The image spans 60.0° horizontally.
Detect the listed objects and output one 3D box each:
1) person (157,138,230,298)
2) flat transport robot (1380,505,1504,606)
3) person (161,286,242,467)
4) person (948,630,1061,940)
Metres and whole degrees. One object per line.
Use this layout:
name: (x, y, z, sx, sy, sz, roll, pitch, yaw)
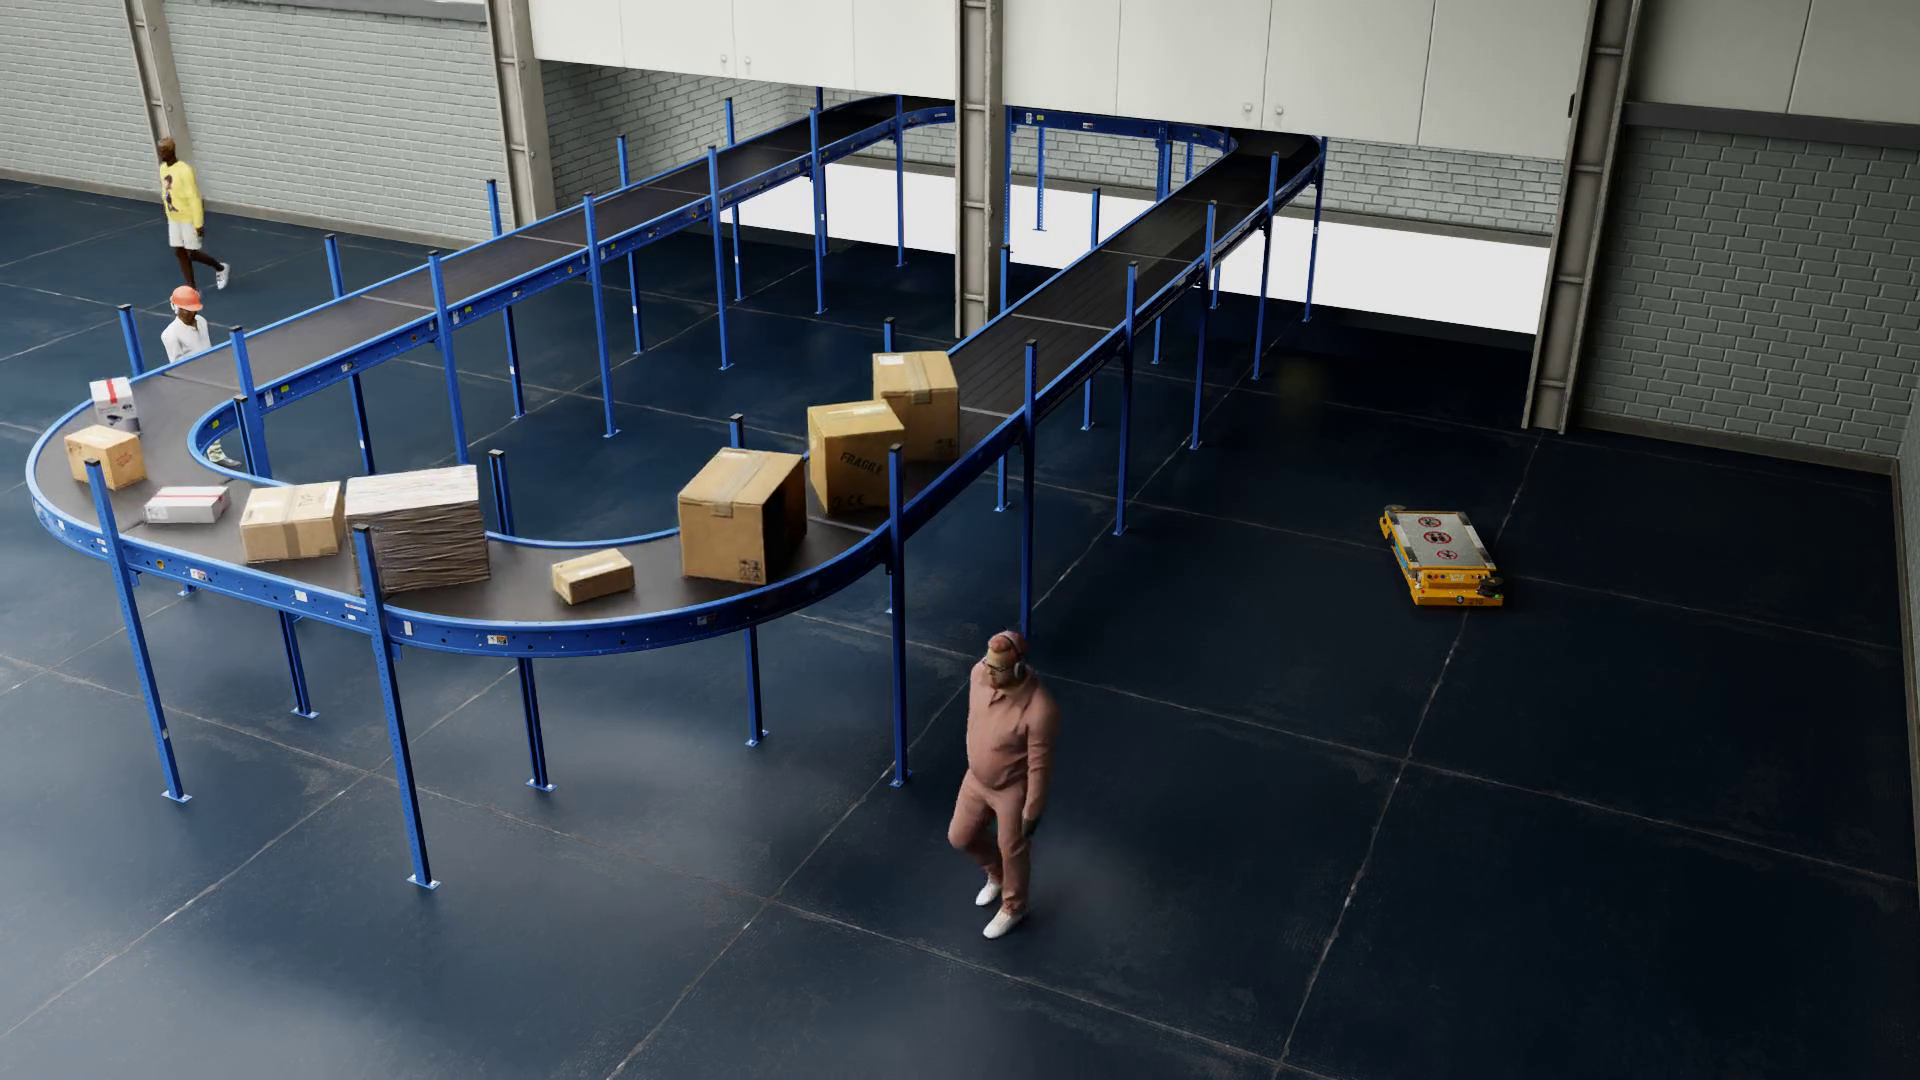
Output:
person: (-8.870, -3.684, 19.082, 0.552, 1.878, 0.611, 13, 29, 25)
flat transport robot: (3.817, 0.115, 13.244, 0.659, 0.231, 1.431, 1, 26, 1)
person: (-6.669, -1.388, 14.609, 0.336, 1.745, 0.560, 4, 27, 8)
person: (0.218, 1.326, 8.965, 0.451, 1.894, 0.653, -21, 33, -36)
